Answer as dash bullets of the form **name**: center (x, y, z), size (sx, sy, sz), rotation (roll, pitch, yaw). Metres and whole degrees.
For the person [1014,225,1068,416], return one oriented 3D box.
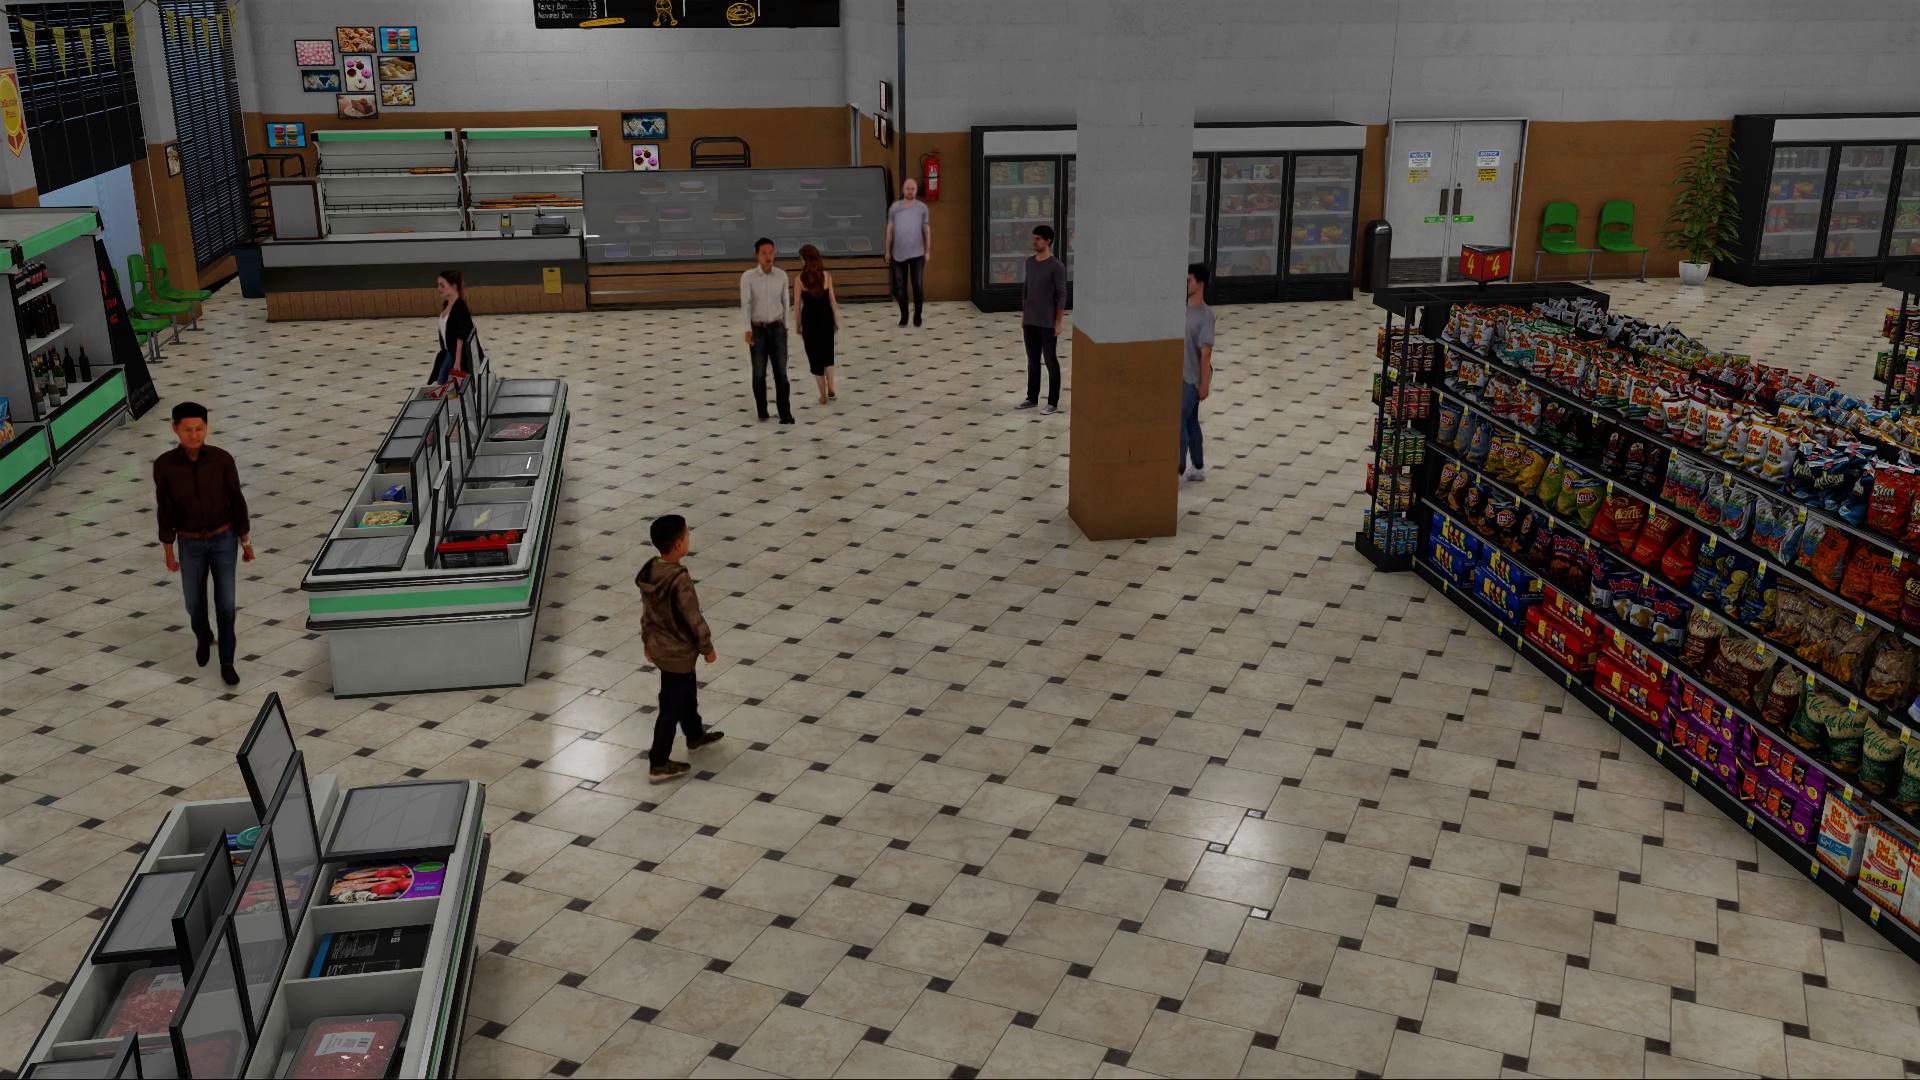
- **person**: center (0.822, -2.188, 16.477), size (0.806, 1.853, 0.691), rotation (-17, 25, -41)

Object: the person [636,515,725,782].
- **person**: center (-1.592, 0.599, 8.863), size (0.841, 1.436, 0.839), rotation (-14, 23, -35)

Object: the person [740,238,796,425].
- **person**: center (-1.910, -2.016, 16.091), size (0.783, 1.773, 1.091), rotation (-6, 20, -18)

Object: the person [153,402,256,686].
- **person**: center (-4.587, 0.006, 10.111), size (0.778, 1.764, 0.838), rotation (-9, 21, -26)

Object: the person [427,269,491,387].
- **person**: center (-4.427, -1.616, 15.107), size (0.964, 1.644, 1.090), rotation (-12, 22, -31)

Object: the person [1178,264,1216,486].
- **person**: center (2.024, -1.391, 14.081), size (0.769, 1.873, 0.719), rotation (-5, 19, -14)

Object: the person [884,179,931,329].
- **person**: center (-0.623, -3.542, 20.547), size (0.783, 1.818, 0.774), rotation (3, 19, 9)

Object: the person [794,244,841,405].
- **person**: center (-1.425, -2.145, 16.734), size (0.631, 1.608, 0.632), rotation (-5, 19, -14)
